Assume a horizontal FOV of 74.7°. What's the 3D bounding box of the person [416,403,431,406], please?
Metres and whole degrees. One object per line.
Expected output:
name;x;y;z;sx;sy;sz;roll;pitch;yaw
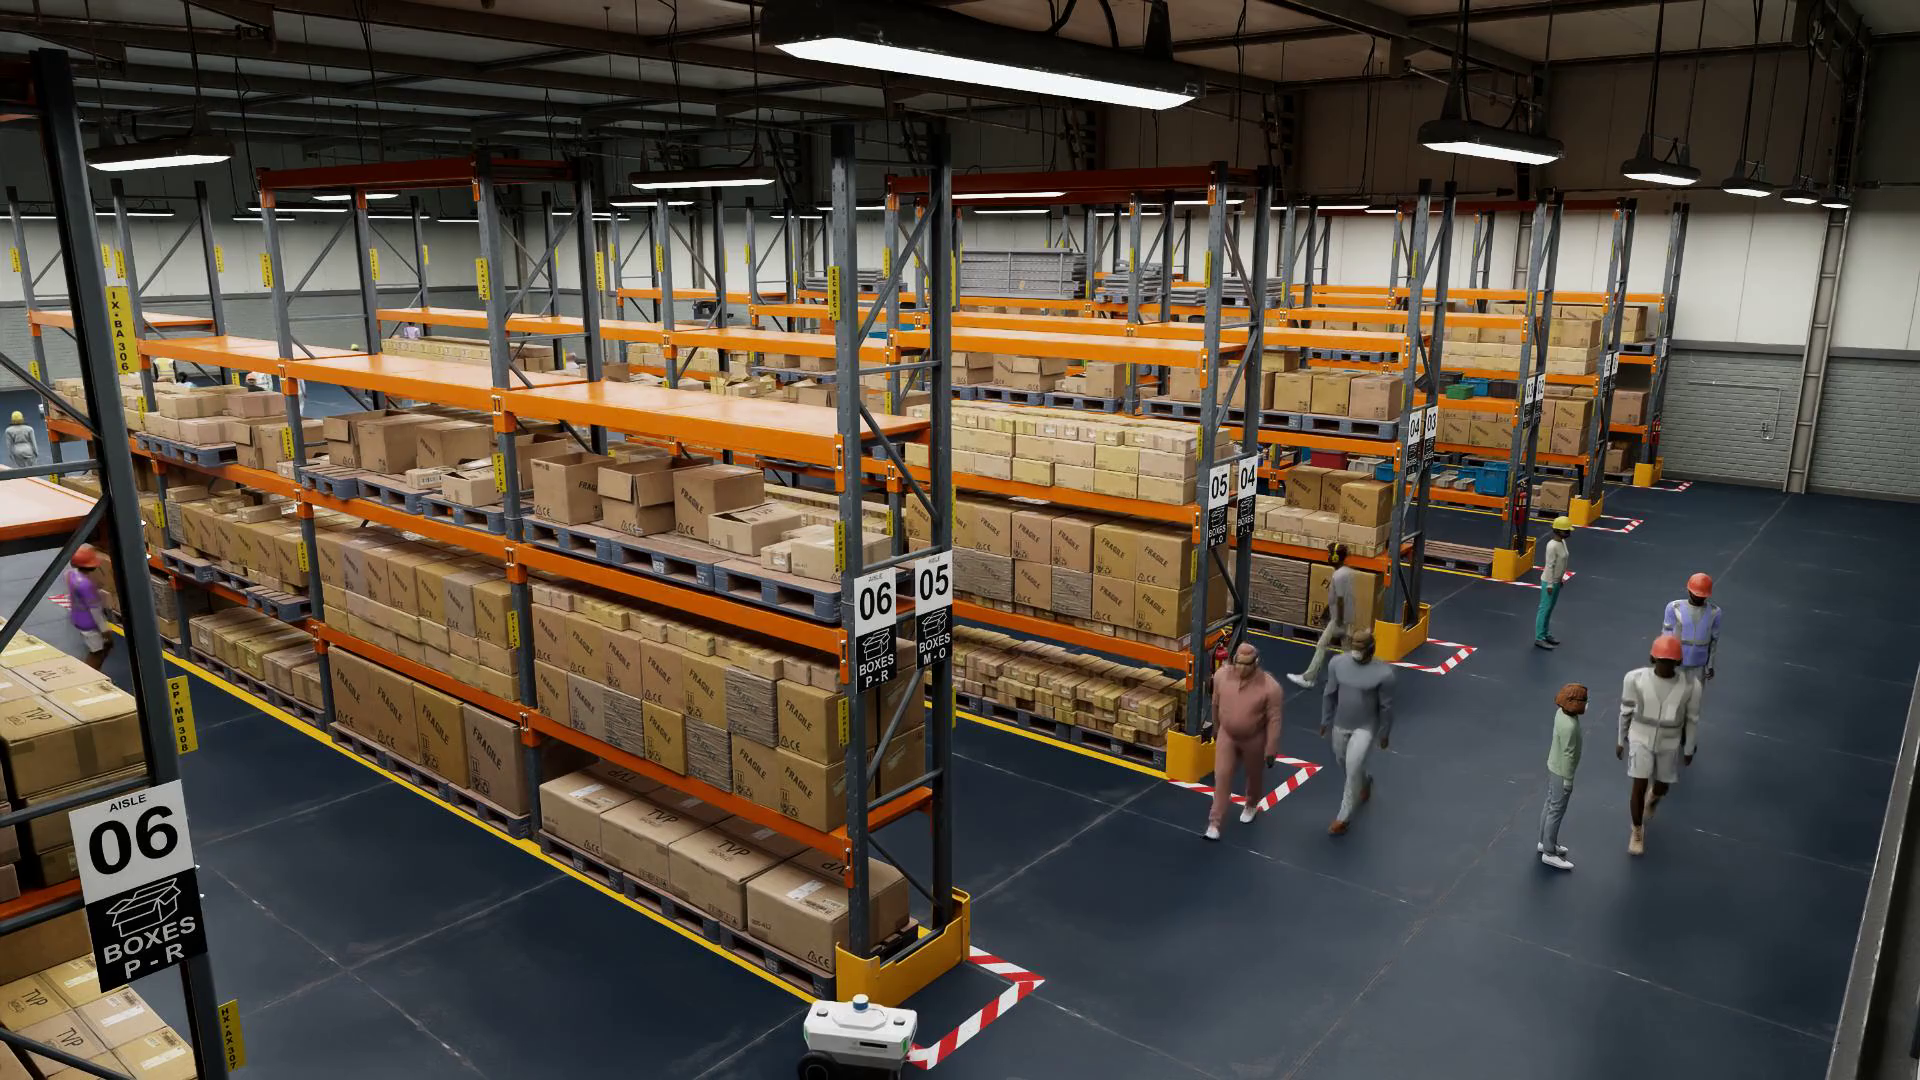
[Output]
person;-12.486;-2.658;29.560;0.458;1.919;0.650;-2;14;-7

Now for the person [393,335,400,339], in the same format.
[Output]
person;-19.891;-6.303;44.638;0.554;1.888;1.010;0;14;1

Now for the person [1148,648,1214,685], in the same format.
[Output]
person;2.844;0.852;15.325;1.001;1.830;0.582;10;17;36

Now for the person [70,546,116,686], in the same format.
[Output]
person;-10.178;0.963;14.760;0.418;1.882;0.656;-9;17;-34

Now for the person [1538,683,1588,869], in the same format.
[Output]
person;5.244;2.016;10.931;0.275;1.632;0.507;4;14;17

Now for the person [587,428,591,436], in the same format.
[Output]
person;-9.519;-3.336;32.340;0.637;1.946;0.410;12;18;40

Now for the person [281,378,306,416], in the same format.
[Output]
person;-19.047;-4.230;35.995;0.635;1.933;0.427;-5;14;-18

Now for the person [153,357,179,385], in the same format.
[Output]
person;-25.116;-5.118;39.877;0.631;1.834;0.428;-6;15;-22

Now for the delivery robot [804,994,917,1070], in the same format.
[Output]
delivery robot;-0.641;3.200;8.202;0.707;0.478;0.477;3;14;10

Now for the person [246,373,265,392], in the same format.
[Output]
person;-17.843;-3.231;31.899;0.753;1.941;0.632;6;15;22

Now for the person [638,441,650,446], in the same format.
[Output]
person;-5.557;-0.843;22.282;0.981;1.839;0.594;9;16;33

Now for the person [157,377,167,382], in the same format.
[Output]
person;-19.845;-3.126;31.522;0.399;1.905;0.642;5;15;21

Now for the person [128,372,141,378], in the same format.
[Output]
person;-24.628;-4.451;37.606;0.526;1.599;0.521;4;14;16

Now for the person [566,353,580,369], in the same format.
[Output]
person;-11.568;-4.709;38.066;0.681;1.880;0.777;10;17;36

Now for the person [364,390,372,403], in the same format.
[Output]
person;-18.991;-5.474;40.982;0.691;2.000;1.068;2;14;8

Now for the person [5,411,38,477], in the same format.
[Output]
person;-19.878;-1.868;26.704;0.504;1.731;0.527;-10;17;-34

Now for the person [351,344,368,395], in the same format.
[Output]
person;-20.488;-5.797;42.851;0.786;1.743;0.529;13;19;43

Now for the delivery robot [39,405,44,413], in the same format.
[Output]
delivery robot;-27.085;-3.936;37.556;0.707;0.478;0.477;5;15;19

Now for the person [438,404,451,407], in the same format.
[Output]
person;-13.756;-3.522;33.225;0.633;1.871;0.871;-12;18;-40

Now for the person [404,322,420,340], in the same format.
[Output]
person;-22.288;-8.006;51.326;0.609;2.034;0.404;-3;14;-12

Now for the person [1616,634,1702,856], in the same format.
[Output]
person;6.204;1.752;11.234;0.619;2.024;0.746;7;15;25

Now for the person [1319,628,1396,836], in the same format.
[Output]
person;3.700;1.701;11.666;0.635;1.915;0.902;13;19;43

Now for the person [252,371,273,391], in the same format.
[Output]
person;-20.050;-4.285;36.195;0.616;1.946;0.392;3;14;12

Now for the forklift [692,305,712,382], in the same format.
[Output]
forklift;-9.511;-7.392;47.124;1.873;2.768;1.129;11;17;38

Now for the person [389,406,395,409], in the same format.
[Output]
person;-14.199;-3.091;31.447;0.329;1.873;0.515;-1;14;-2

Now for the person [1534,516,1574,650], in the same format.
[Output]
person;7.881;0.549;16.689;0.316;1.769;0.523;11;18;39

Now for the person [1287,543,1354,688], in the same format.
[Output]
person;4.435;0.921;15.034;0.937;1.827;0.511;9;16;32

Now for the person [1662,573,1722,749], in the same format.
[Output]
person;7.726;1.276;13.364;0.542;1.929;0.368;4;14;15

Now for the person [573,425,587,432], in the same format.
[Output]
person;-10.638;-3.847;35.060;0.508;1.629;0.317;-9;16;-33

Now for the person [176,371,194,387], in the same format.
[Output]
person;-21.494;-3.872;35.080;0.540;1.679;0.699;2;14;7

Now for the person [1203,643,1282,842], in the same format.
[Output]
person;2.549;1.807;11.367;0.668;1.837;1.091;7;15;27

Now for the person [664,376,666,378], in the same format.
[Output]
person;-8.238;-4.055;35.400;1.057;1.877;0.553;-4;14;-18

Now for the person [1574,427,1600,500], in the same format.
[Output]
person;12.560;-1.657;25.303;0.612;1.987;0.399;-10;17;-35

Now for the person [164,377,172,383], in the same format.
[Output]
person;-20.351;-3.334;32.572;0.635;1.814;0.848;6;15;25
